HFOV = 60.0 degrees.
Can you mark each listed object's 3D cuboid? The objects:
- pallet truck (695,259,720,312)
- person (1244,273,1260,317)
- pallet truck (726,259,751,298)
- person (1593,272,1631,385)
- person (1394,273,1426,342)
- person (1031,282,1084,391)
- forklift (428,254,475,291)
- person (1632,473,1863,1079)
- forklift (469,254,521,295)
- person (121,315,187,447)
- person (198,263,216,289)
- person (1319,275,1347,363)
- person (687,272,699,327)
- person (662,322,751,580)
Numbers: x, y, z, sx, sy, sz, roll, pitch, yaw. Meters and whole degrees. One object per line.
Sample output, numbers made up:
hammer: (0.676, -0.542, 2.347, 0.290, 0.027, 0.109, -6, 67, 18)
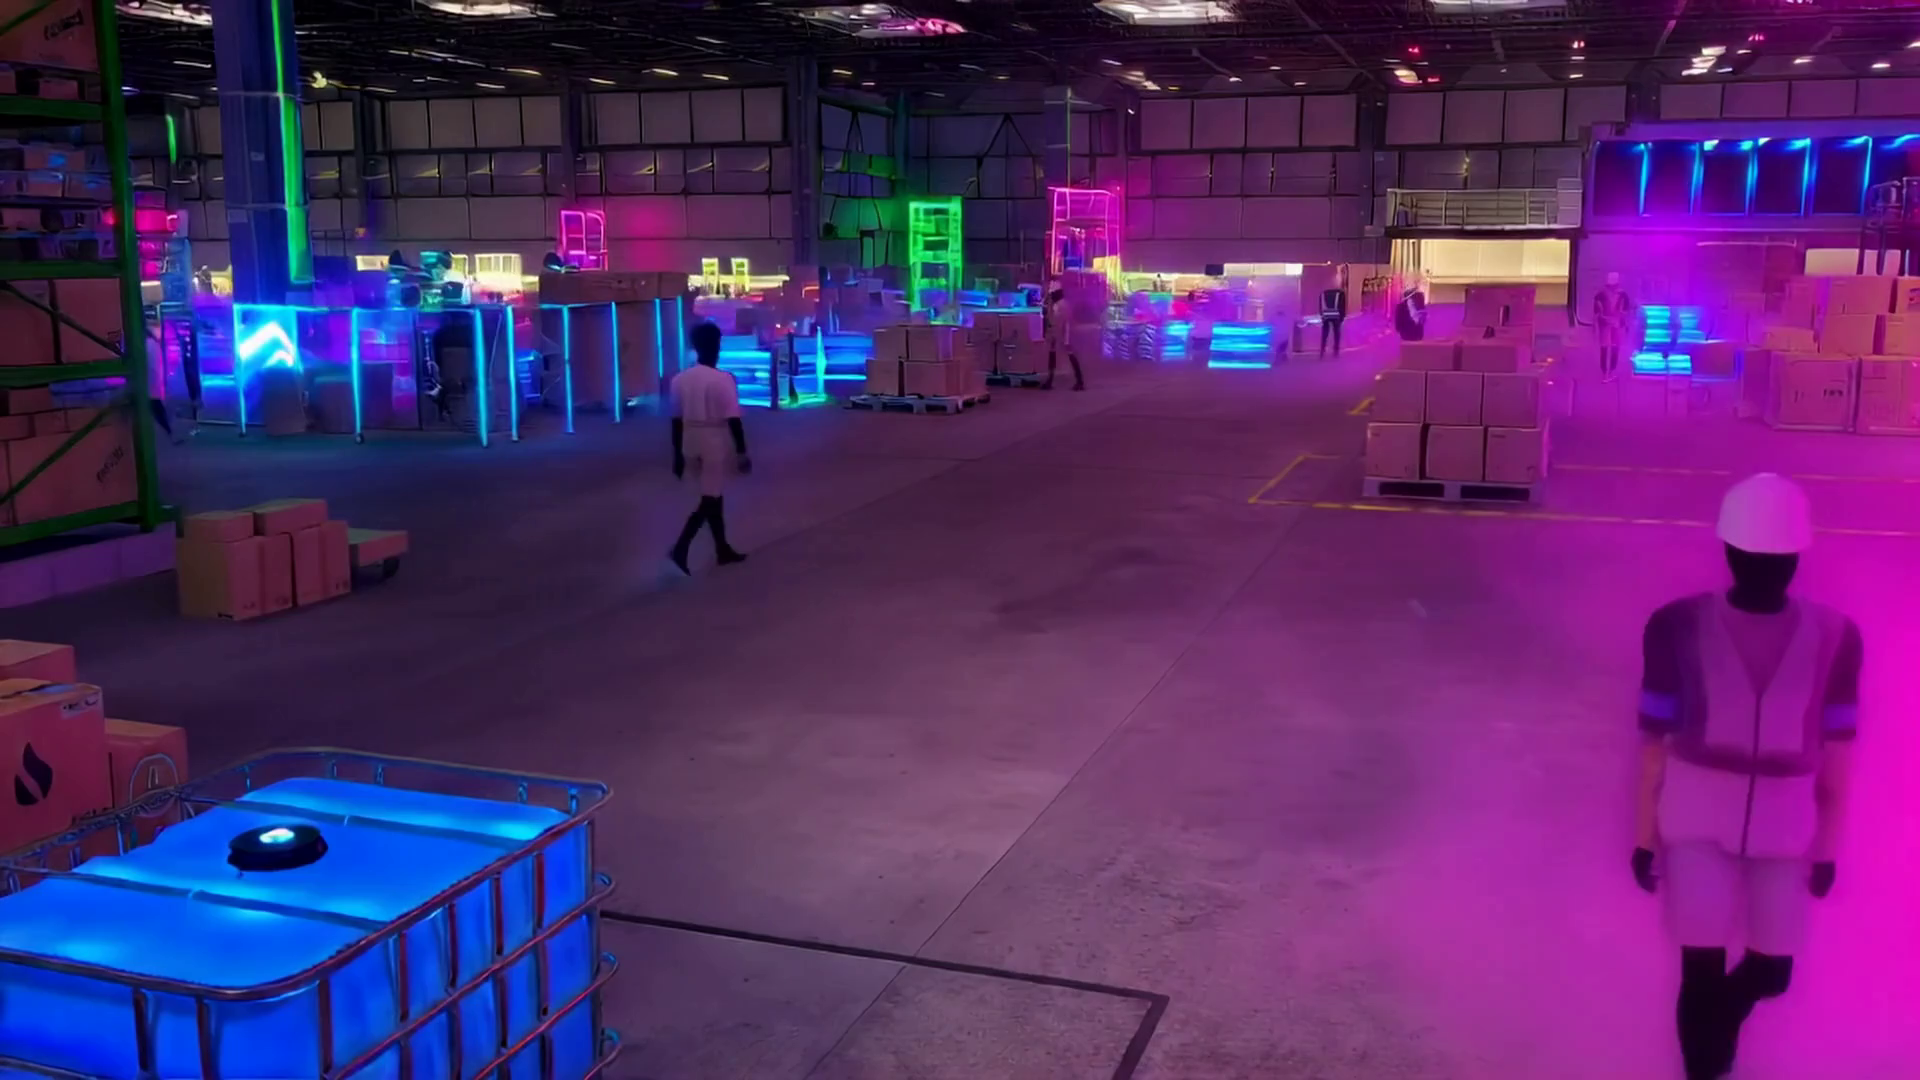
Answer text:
pallet truck: (-9.165, -9.627, 62.776, 0.823, 1.965, 1.885, 4, 11, 23)
person: (7.638, -6.117, 43.671, 0.376, 1.752, 0.551, -6, 12, -32)
pallet truck: (-7.986, -9.493, 62.019, 0.823, 1.965, 1.885, 3, 11, 17)
person: (11.740, -3.820, 30.002, 0.618, 2.031, 0.598, 4, 11, 21)
person: (8.194, -3.925, 30.541, 0.827, 2.000, 0.700, -2, 10, -12)
person: (1.699, -3.473, 28.464, 1.002, 1.861, 0.643, -5, 11, -24)
forklift: (-20.133, -10.254, 65.465, 1.157, 1.987, 2.680, 3, 11, 19)
person: (2.122, 0.752, 4.558, 0.549, 1.919, 0.717, 3, 10, 14)
forklift: (-17.990, -10.121, 64.684, 1.157, 1.987, 2.680, 3, 11, 17)
person: (-10.051, -1.945, 20.480, 0.887, 1.646, 0.548, 4, 11, 20)
person: (-28.357, -9.513, 62.645, 0.617, 1.811, 0.529, -3, 11, -17)
person: (7.885, -4.673, 35.259, 0.582, 1.871, 0.505, 6, 12, 30)
person: (-6.647, -5.607, 40.527, 0.559, 1.856, 0.387, 0, 10, 2)
person: (-1.960, -0.680, 12.593, 0.601, 1.936, 0.960, 8, 13, 37)
